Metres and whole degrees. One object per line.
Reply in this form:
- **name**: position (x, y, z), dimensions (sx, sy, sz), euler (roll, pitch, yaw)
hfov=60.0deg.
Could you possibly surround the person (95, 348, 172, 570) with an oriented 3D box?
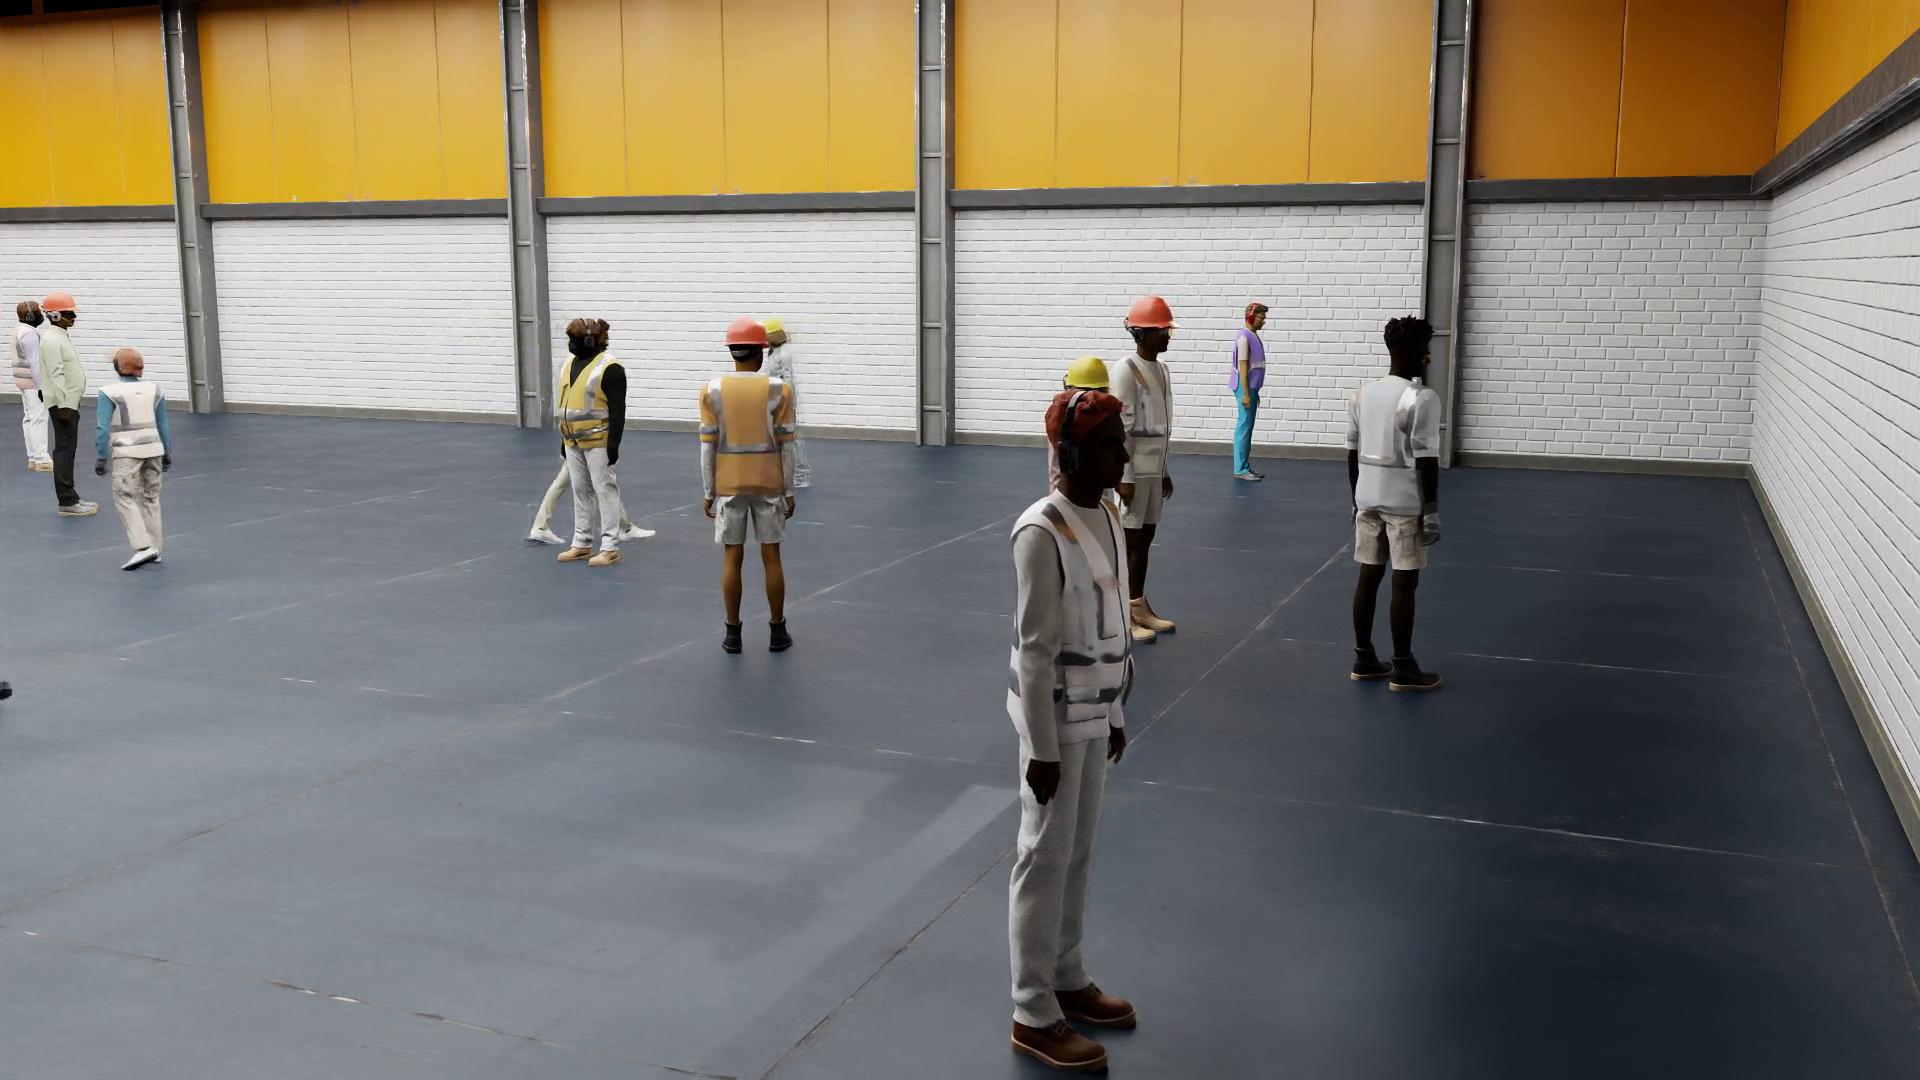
- **person**: position (-6.043, -0.606, 12.308), dimensions (0.535, 1.615, 0.554), euler (6, 11, 31)

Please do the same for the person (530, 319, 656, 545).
- **person**: position (-2.999, -0.858, 13.259), dimensions (0.997, 1.814, 0.546), euler (-4, 10, -24)

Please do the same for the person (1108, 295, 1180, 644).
- **person**: position (1.105, -0.421, 9.884), dimensions (0.383, 2.045, 0.605), euler (6, 11, 31)

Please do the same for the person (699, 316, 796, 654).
- **person**: position (-1.213, -0.311, 9.549), dimensions (0.547, 1.934, 0.376), euler (-1, 9, -4)

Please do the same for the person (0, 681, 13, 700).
- **person**: position (-5.264, -0.030, 8.322), dimensions (0.947, 1.781, 0.606), euler (5, 11, 27)

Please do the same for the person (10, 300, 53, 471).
- **person**: position (-10.008, -1.665, 18.034), dimensions (0.429, 1.845, 0.627), euler (-8, 12, -40)

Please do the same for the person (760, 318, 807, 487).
- **person**: position (-1.843, -1.335, 16.449), dimensions (0.762, 1.701, 0.531), euler (-3, 10, -20)

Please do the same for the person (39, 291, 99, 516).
- **person**: position (-7.969, -1.213, 14.830), dimensions (0.382, 1.995, 0.612), euler (-4, 10, -23)

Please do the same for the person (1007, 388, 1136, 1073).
- **person**: position (0.321, 0.517, 4.690), dimensions (0.358, 1.882, 0.574), euler (4, 10, 24)

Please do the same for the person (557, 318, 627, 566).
- **person**: position (-2.758, -0.726, 12.362), dimensions (0.619, 1.839, 0.430), euler (7, 12, 37)

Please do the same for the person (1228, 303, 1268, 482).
- **person**: position (2.984, -1.533, 17.243), dimensions (0.390, 1.838, 0.563), euler (3, 10, 19)

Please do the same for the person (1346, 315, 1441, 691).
- **person**: position (2.289, -0.195, 8.756), dimensions (0.374, 1.962, 0.608), euler (-5, 11, -29)

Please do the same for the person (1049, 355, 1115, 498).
- **person**: position (0.642, -0.067, 8.583), dimensions (0.326, 1.767, 0.533), euler (6, 11, 34)
